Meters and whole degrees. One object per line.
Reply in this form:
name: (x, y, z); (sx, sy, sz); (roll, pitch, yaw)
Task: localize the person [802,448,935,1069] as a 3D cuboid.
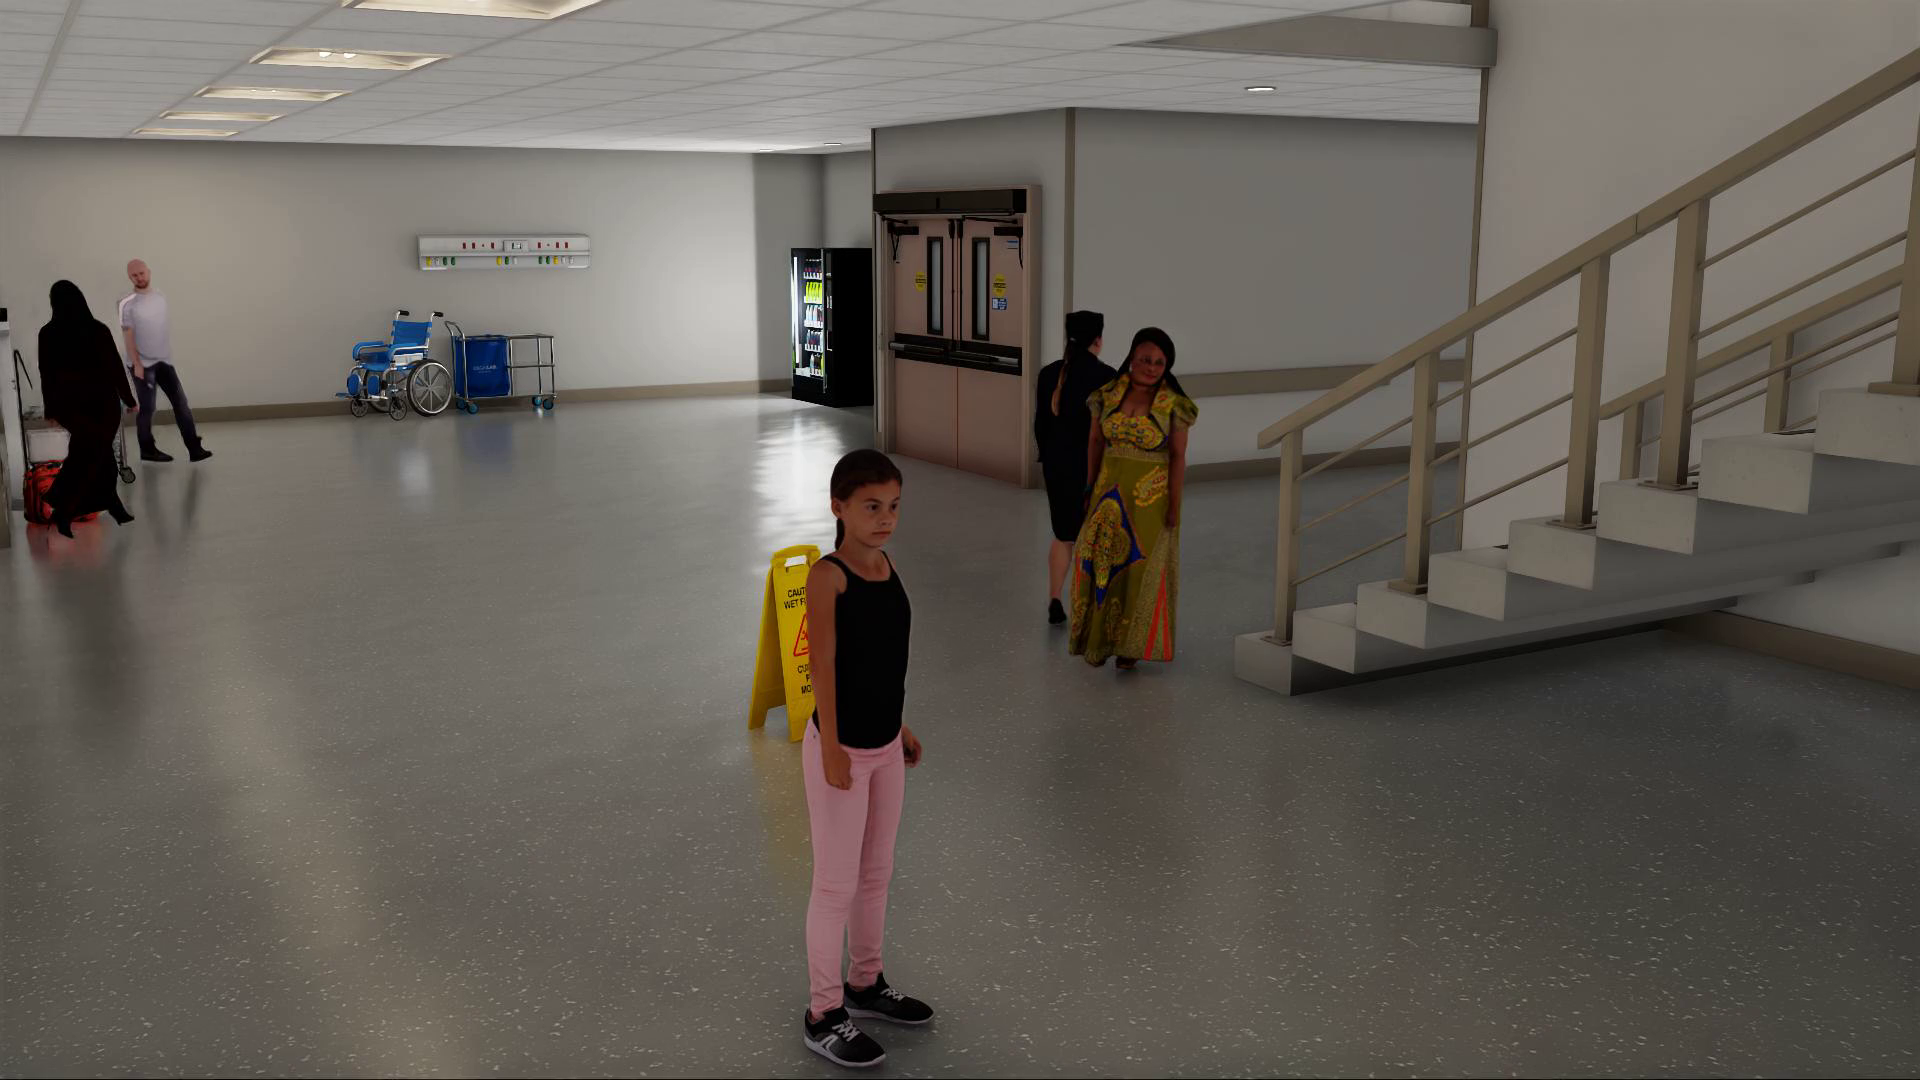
person: (-0.269, 0.536, 4.282); (0.649, 1.564, 0.624); (7, 13, 31)

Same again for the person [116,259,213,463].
person: (-7.164, -1.538, 14.606); (1.182, 1.788, 1.064); (3, 11, 18)

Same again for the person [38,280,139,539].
person: (-5.892, -0.826, 11.092); (1.132, 1.699, 1.212); (3, 11, 14)

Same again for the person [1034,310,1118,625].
person: (0.605, -0.357, 8.703); (0.719, 1.669, 0.859); (7, 13, 34)

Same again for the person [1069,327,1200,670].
person: (0.856, -0.190, 7.913); (1.016, 1.635, 1.075); (4, 11, 19)
